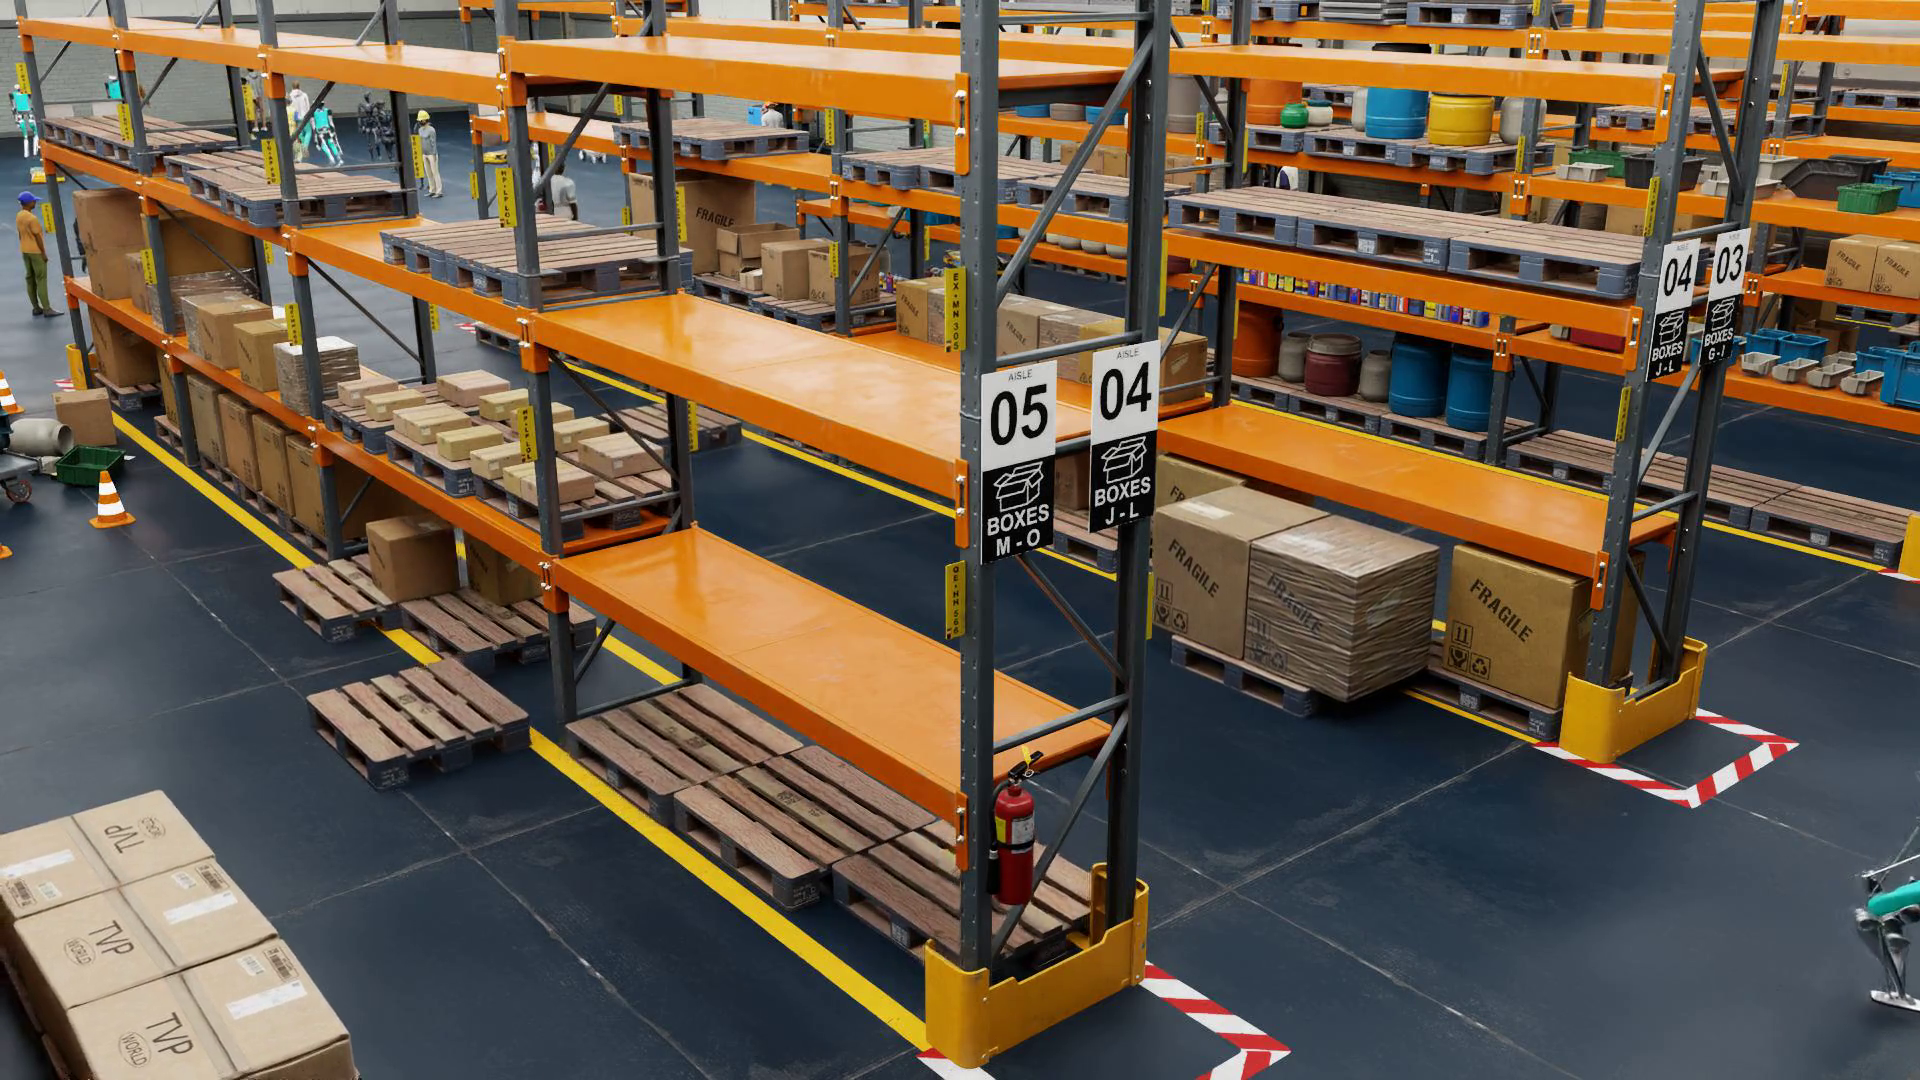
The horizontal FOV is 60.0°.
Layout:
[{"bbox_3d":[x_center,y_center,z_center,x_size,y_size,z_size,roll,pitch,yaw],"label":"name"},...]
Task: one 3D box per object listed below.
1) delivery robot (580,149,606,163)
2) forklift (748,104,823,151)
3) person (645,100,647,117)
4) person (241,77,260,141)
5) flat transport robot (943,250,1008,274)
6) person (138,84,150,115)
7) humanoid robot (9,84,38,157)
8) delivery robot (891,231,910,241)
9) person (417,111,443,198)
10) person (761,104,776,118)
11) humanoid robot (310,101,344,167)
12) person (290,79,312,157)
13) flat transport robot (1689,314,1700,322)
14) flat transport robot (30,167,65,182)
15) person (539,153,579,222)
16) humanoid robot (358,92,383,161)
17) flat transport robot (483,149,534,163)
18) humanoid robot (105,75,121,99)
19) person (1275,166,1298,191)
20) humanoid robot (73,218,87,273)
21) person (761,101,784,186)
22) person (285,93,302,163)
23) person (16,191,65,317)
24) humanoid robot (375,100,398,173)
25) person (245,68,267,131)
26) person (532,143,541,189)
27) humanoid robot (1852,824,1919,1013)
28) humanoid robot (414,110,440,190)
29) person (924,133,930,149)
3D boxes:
[{"bbox_3d":[-8.902,-9.467,40.439,0.499,0.589,0.790,-12,23,-31],"label":"delivery robot"},{"bbox_3d":[-4.526,-11.368,42.374,1.129,2.768,1.873,-15,24,-37],"label":"forklift"},{"bbox_3d":[-7.887,-11.109,43.019,0.487,1.965,0.726,-7,21,-20],"label":"person"},{"bbox_3d":[-19.407,-11.735,45.228,0.846,1.655,0.530,16,25,37],"label":"person"},{"bbox_3d":[0.252,-4.420,26.515,0.659,0.231,1.431,-6,20,-17],"label":"flat transport robot"},{"bbox_3d":[-22.554,-11.889,45.412,0.869,1.830,0.556,-15,24,-36],"label":"person"},{"bbox_3d":[-23.226,-10.425,41.429,0.540,1.831,0.674,-6,20,-16],"label":"humanoid robot"},{"bbox_3d":[-0.803,-5.561,29.360,0.815,0.614,0.499,-16,25,-38],"label":"delivery robot"},{"bbox_3d":[-10.972,-7.949,34.317,0.515,1.757,0.333,14,24,34],"label":"person"},{"bbox_3d":[-4.277,-9.069,37.493,0.404,1.760,0.544,3,20,7],"label":"person"},{"bbox_3d":[-13.920,-8.783,36.792,0.917,1.802,0.571,18,26,42],"label":"humanoid robot"},{"bbox_3d":[-16.305,-10.415,41.116,0.512,1.903,0.579,-2,19,-7],"label":"person"},{"bbox_3d":[9.395,-3.182,22.992,0.659,0.231,1.431,-15,24,-36],"label":"flat transport robot"},{"bbox_3d":[-20.436,-8.192,37.252,0.659,0.231,1.431,-10,22,-26],"label":"flat transport robot"},{"bbox_3d":[-6.093,-4.918,25.395,0.637,1.950,0.429,7,20,18],"label":"person"},{"bbox_3d":[-14.322,-10.045,40.402,0.609,1.643,0.367,-3,20,-8],"label":"humanoid robot"},{"bbox_3d":[-11.011,-9.399,40.686,0.659,0.231,1.431,11,22,28],"label":"flat transport robot"},{"bbox_3d":[-22.700,-11.714,45.126,0.546,1.773,1.005,2,19,4],"label":"humanoid robot"},{"bbox_3d":[5.326,-5.489,27.199,0.394,1.837,0.557,9,21,24],"label":"person"},{"bbox_3d":[-11.979,-4.008,23.234,0.623,1.638,0.514,-13,23,-32],"label":"humanoid robot"},{"bbox_3d":[-4.065,-8.642,36.094,0.569,1.889,0.389,-11,22,-28],"label":"person"},{"bbox_3d":[-15.085,-9.081,37.384,0.529,1.863,0.854,2,19,5],"label":"person"},{"bbox_3d":[-12.775,-3.955,23.006,0.455,1.718,0.367,12,23,31],"label":"person"},{"bbox_3d":[-13.142,-9.268,38.199,0.391,1.646,0.594,6,20,16],"label":"humanoid robot"},{"bbox_3d":[-20.091,-12.606,47.408,0.393,1.869,0.499,14,24,34],"label":"person"},{"bbox_3d":[-8.166,-7.360,32.526,0.978,1.840,0.587,-10,22,-27],"label":"person"},{"bbox_3d":[4.441,1.461,7.679,0.751,1.863,0.539,7,21,19],"label":"humanoid robot"},{"bbox_3d":[-11.415,-8.342,35.532,0.315,1.657,0.599,10,22,26],"label":"humanoid robot"},{"bbox_3d":[-0.792,-7.450,32.917,0.471,1.743,0.348,11,22,29],"label":"person"}]
